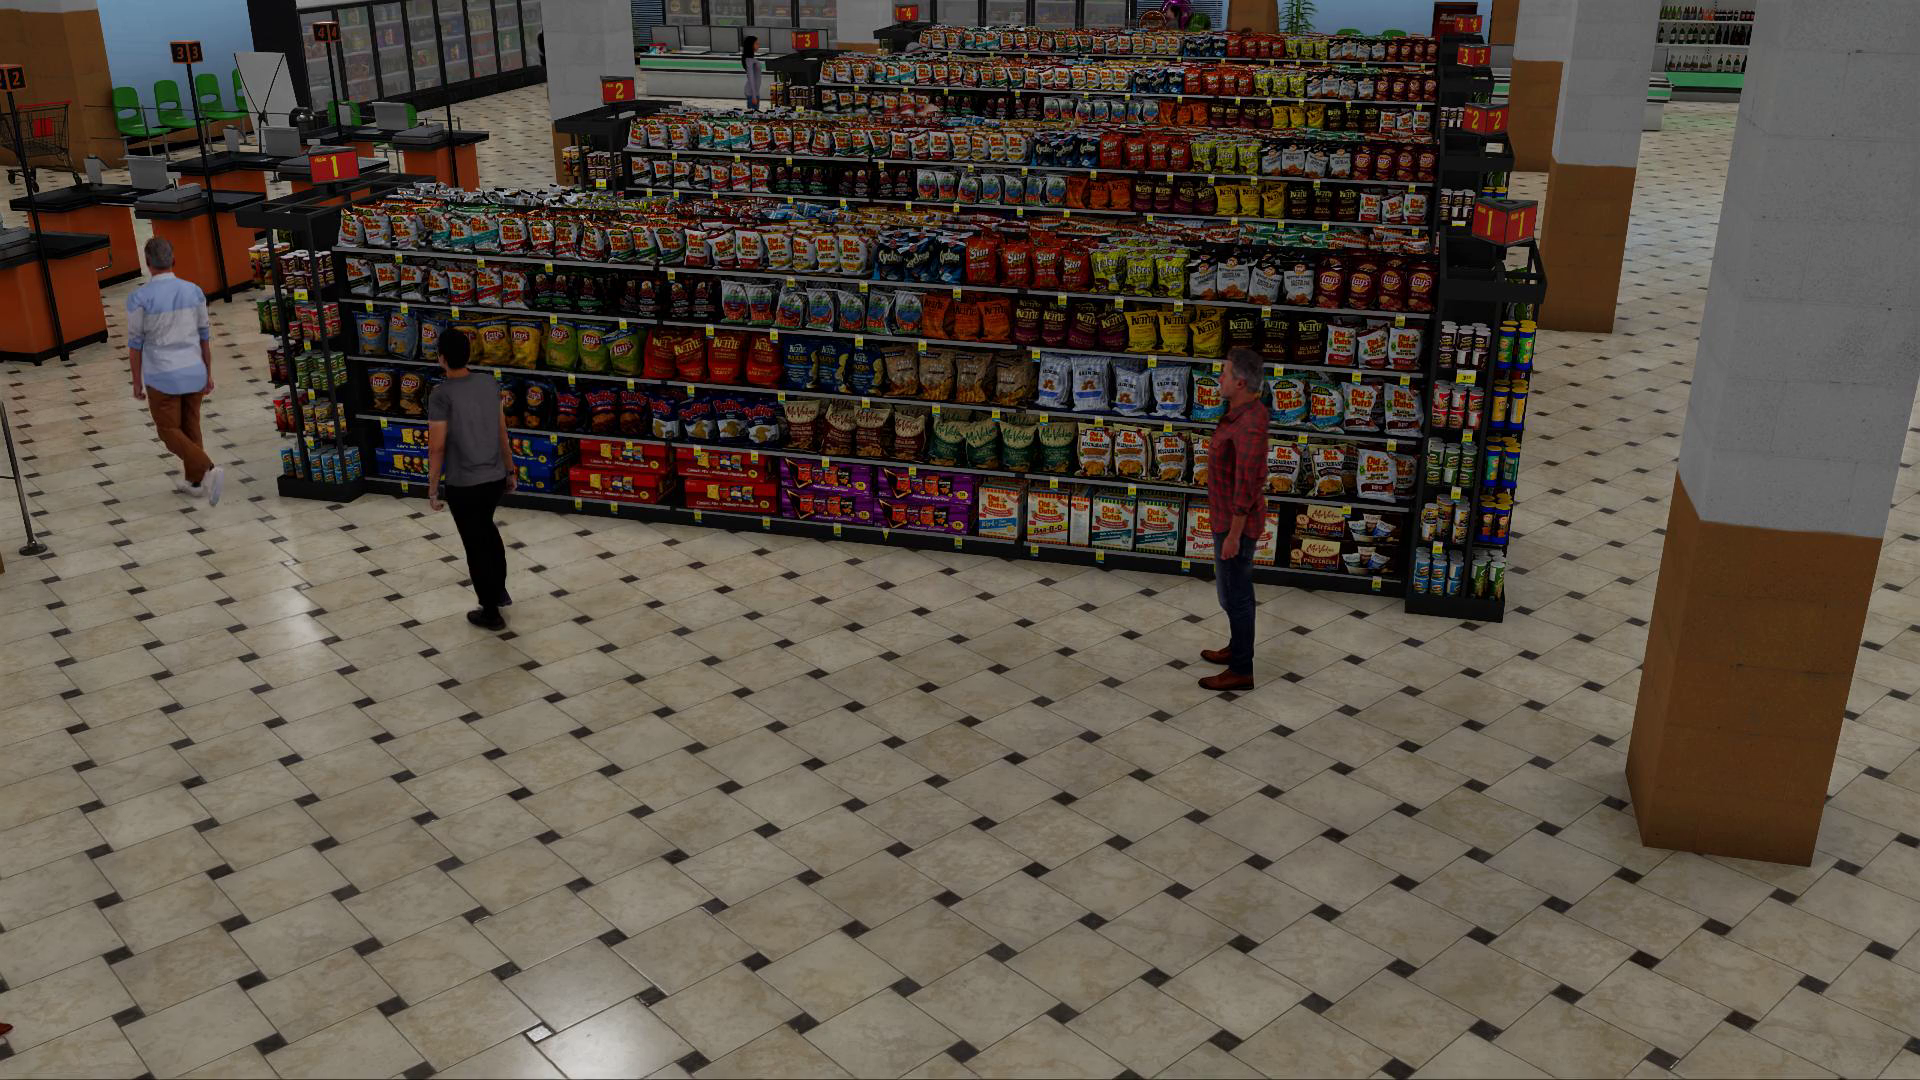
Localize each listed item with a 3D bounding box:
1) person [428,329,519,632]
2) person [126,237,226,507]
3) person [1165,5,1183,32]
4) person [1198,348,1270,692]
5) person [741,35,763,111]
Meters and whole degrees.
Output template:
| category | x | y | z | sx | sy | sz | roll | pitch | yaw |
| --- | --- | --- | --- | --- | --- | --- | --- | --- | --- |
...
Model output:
| category | x | y | z | sx | sy | sz | roll | pitch | yaw |
| --- | --- | --- | --- | --- | --- | --- | --- | --- | --- |
| person | -2.666 | -0.318 | 9.317 | 0.736 | 1.746 | 0.740 | 15 | 26 | 32 |
| person | -5.225 | -1.090 | 11.166 | 1.116 | 1.801 | 0.928 | 16 | 27 | 34 |
| person | 4.226 | -9.491 | 32.311 | 1.163 | 1.624 | 0.805 | 11 | 25 | 26 |
| person | 1.453 | -0.109 | 8.686 | 0.548 | 1.830 | 0.690 | 4 | 22 | 10 |
| person | -3.224 | -6.884 | 25.665 | 0.659 | 1.741 | 0.680 | -3 | 22 | -7 |
